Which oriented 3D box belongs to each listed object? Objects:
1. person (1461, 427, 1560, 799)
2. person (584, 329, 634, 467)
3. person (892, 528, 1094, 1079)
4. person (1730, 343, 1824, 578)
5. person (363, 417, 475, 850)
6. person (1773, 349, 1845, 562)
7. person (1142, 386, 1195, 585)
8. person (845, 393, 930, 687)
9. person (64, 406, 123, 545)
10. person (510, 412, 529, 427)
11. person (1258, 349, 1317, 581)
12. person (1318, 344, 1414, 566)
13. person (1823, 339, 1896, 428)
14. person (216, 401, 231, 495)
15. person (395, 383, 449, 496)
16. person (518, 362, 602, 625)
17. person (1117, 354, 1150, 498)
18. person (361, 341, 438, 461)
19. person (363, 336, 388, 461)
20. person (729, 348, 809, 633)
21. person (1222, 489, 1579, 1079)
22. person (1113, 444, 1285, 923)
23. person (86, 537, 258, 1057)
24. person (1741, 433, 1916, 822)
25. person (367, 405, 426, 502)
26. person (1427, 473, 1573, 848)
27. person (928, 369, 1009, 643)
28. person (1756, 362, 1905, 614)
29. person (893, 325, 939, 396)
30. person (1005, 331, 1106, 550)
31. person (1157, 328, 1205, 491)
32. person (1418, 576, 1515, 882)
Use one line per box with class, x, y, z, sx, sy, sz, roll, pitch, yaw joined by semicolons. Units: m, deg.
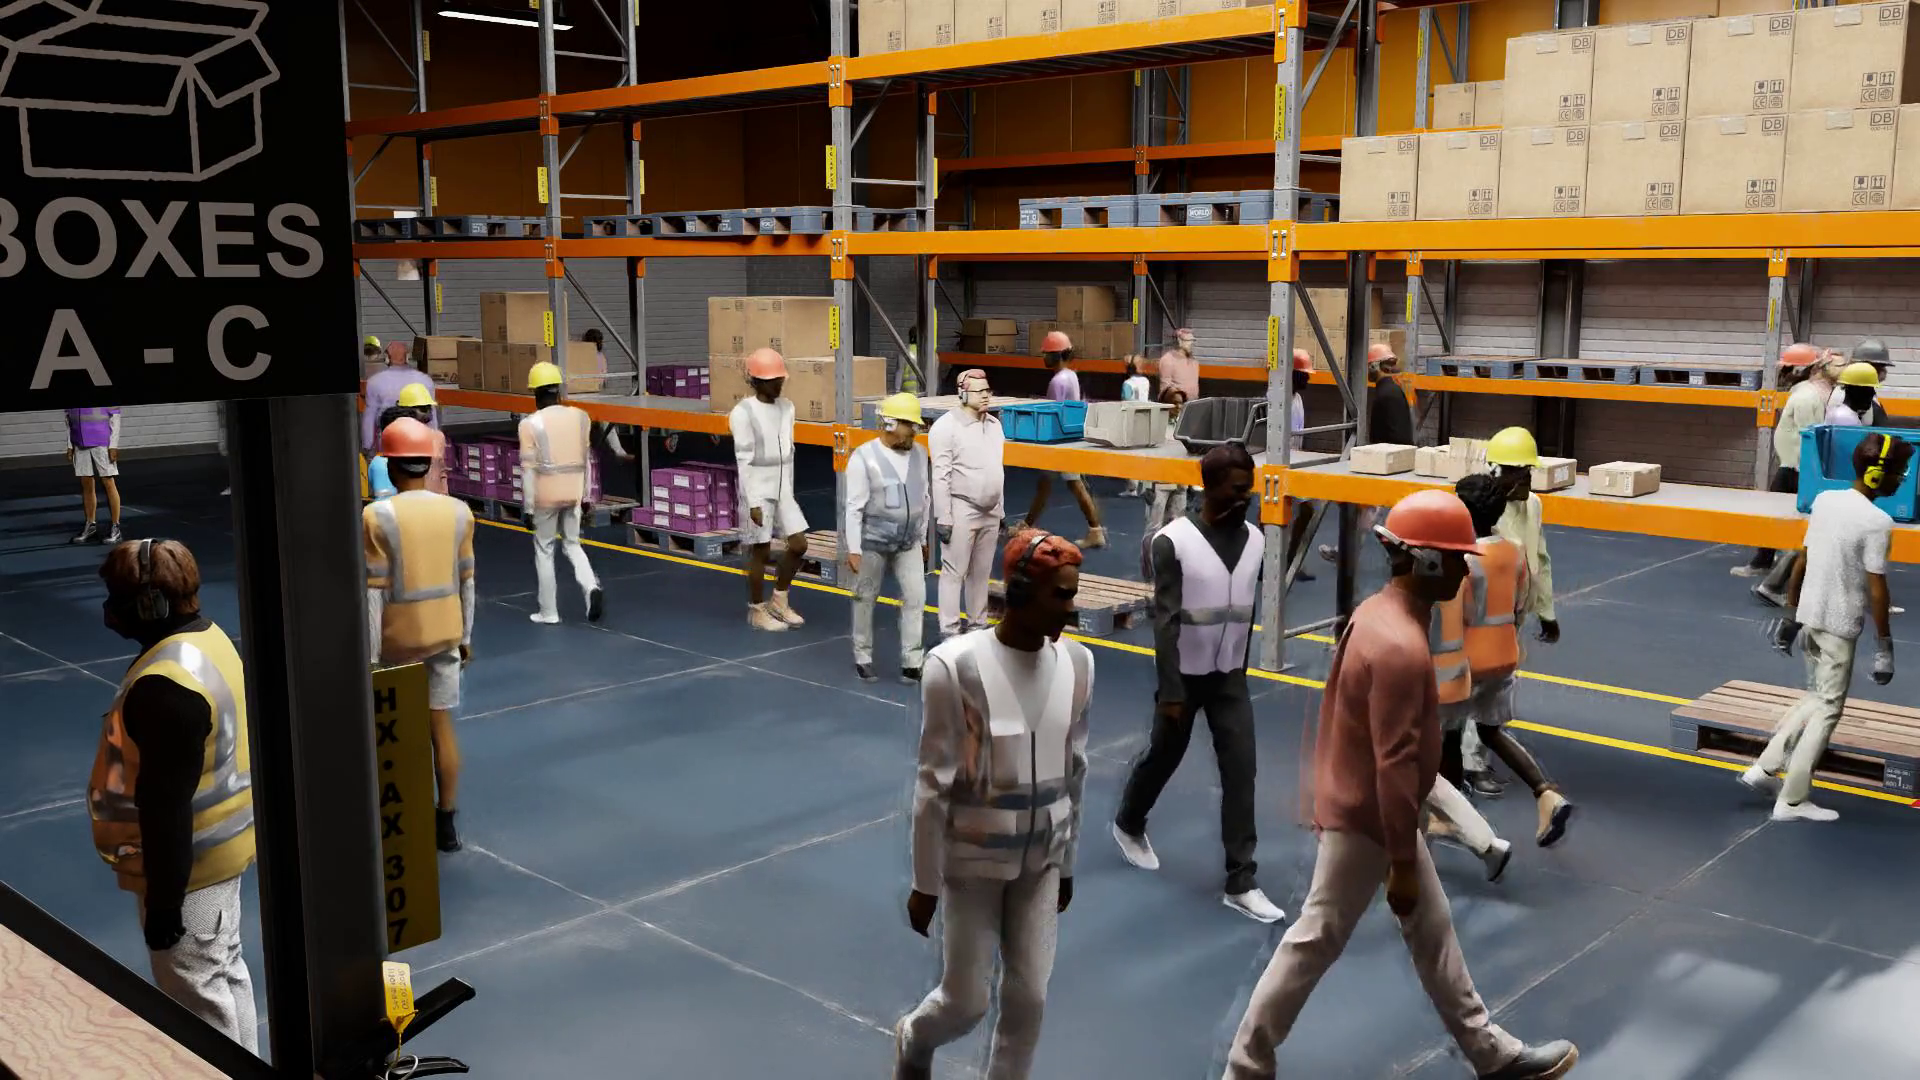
person;2.614;0.354;8.054;0.626;1.807;0.523;-7;12;-36
person;-4.685;-1.813;21.406;0.964;1.786;0.641;5;10;28
person;0.086;0.879;4.675;0.615;1.861;0.597;-5;11;-29
person;6.936;-0.627;13.618;0.927;1.966;0.631;5;11;30
person;-2.390;0.421;7.302;0.566;1.916;0.441;-9;13;-44
person;7.233;-0.676;14.100;0.617;1.893;0.659;9;13;43
person;1.664;-0.412;13.277;0.523;1.636;0.311;-6;11;-35
person;-0.397;0.014;10.149;0.648;1.795;0.744;-6;11;-32
person;-8.063;-0.910;15.435;0.542;1.930;0.366;2;9;10
person;-5.258;-1.633;20.050;0.319;1.871;0.532;2;10;14
person;2.675;-0.582;13.481;0.624;1.915;0.570;7;12;37
person;3.560;-0.674;13.988;1.035;1.917;0.678;4;10;24
person;7.031;-0.551;12.891;0.669;2.000;0.694;6;11;33
person;-8.263;-1.383;18.999;0.488;1.714;0.537;5;11;29
person;-3.777;-0.211;11.640;0.306;1.770;0.532;6;11;32
person;-2.843;-0.311;11.818;0.588;1.904;0.632;-9;13;-43
person;1.972;-1.257;18.489;0.468;1.627;0.521;7;11;36
person;-5.239;-0.906;15.549;0.664;1.891;0.469;-8;12;-41
person;-7.090;-1.607;20.247;0.556;1.740;0.533;2;9;12
person;-1.322;-0.326;11.587;0.519;2.015;0.632;7;12;37
person;1.306;0.810;4.914;1.123;1.908;0.660;2;9;11
person;0.968;0.527;6.808;0.603;1.873;0.988;-6;11;-31
person;-2.179;0.900;4.647;0.430;1.836;0.619;-3;10;-18
person;3.999;0.418;7.589;0.447;1.831;0.543;-1;9;-4
person;-3.599;-0.023;10.704;0.321;1.696;0.530;1;9;3
person;2.336;0.548;7.279;0.538;1.677;0.670;-7;12;-38
person;0.091;-0.167;10.947;0.407;1.910;0.640;8;12;42
person;6.514;-0.388;12.393;0.983;1.884;0.604;5;10;27
person;-0.559;-1.904;21.848;0.630;1.825;0.749;-7;12;-36
person;0.855;-0.896;15.149;1.068;1.985;0.631;2;9;12
person;2.512;-1.510;19.236;0.656;1.886;0.670;-7;12;-38
person;1.995;0.647;6.850;0.623;1.612;0.525;8;12;39
